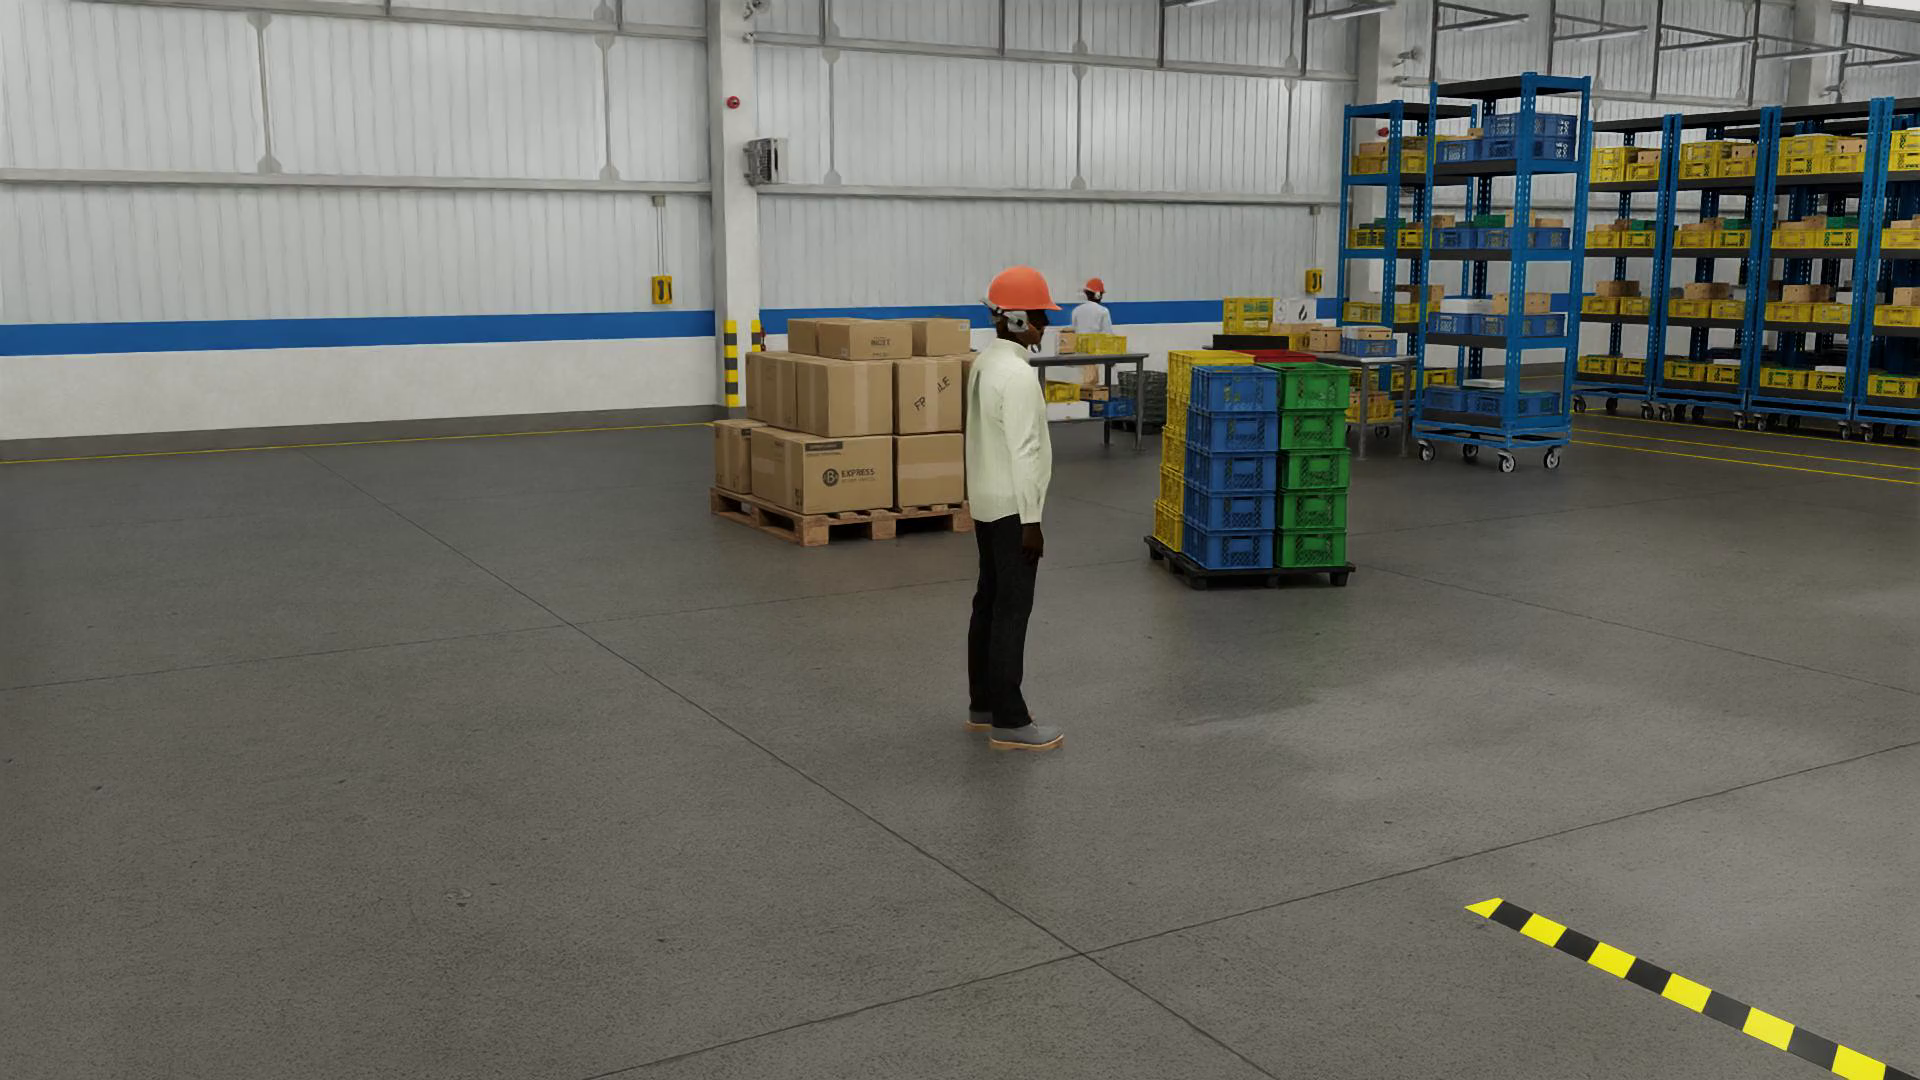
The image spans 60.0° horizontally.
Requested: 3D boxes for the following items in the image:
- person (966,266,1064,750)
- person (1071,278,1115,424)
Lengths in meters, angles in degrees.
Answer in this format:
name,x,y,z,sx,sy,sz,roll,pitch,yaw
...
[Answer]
name,x,y,z,sx,sy,sz,roll,pitch,yaw
person,0.221,-0.132,6.924,0.391,1.992,0.623,-3,10,-17
person,1.527,-2.222,19.582,0.888,1.714,0.579,-8,13,-40
